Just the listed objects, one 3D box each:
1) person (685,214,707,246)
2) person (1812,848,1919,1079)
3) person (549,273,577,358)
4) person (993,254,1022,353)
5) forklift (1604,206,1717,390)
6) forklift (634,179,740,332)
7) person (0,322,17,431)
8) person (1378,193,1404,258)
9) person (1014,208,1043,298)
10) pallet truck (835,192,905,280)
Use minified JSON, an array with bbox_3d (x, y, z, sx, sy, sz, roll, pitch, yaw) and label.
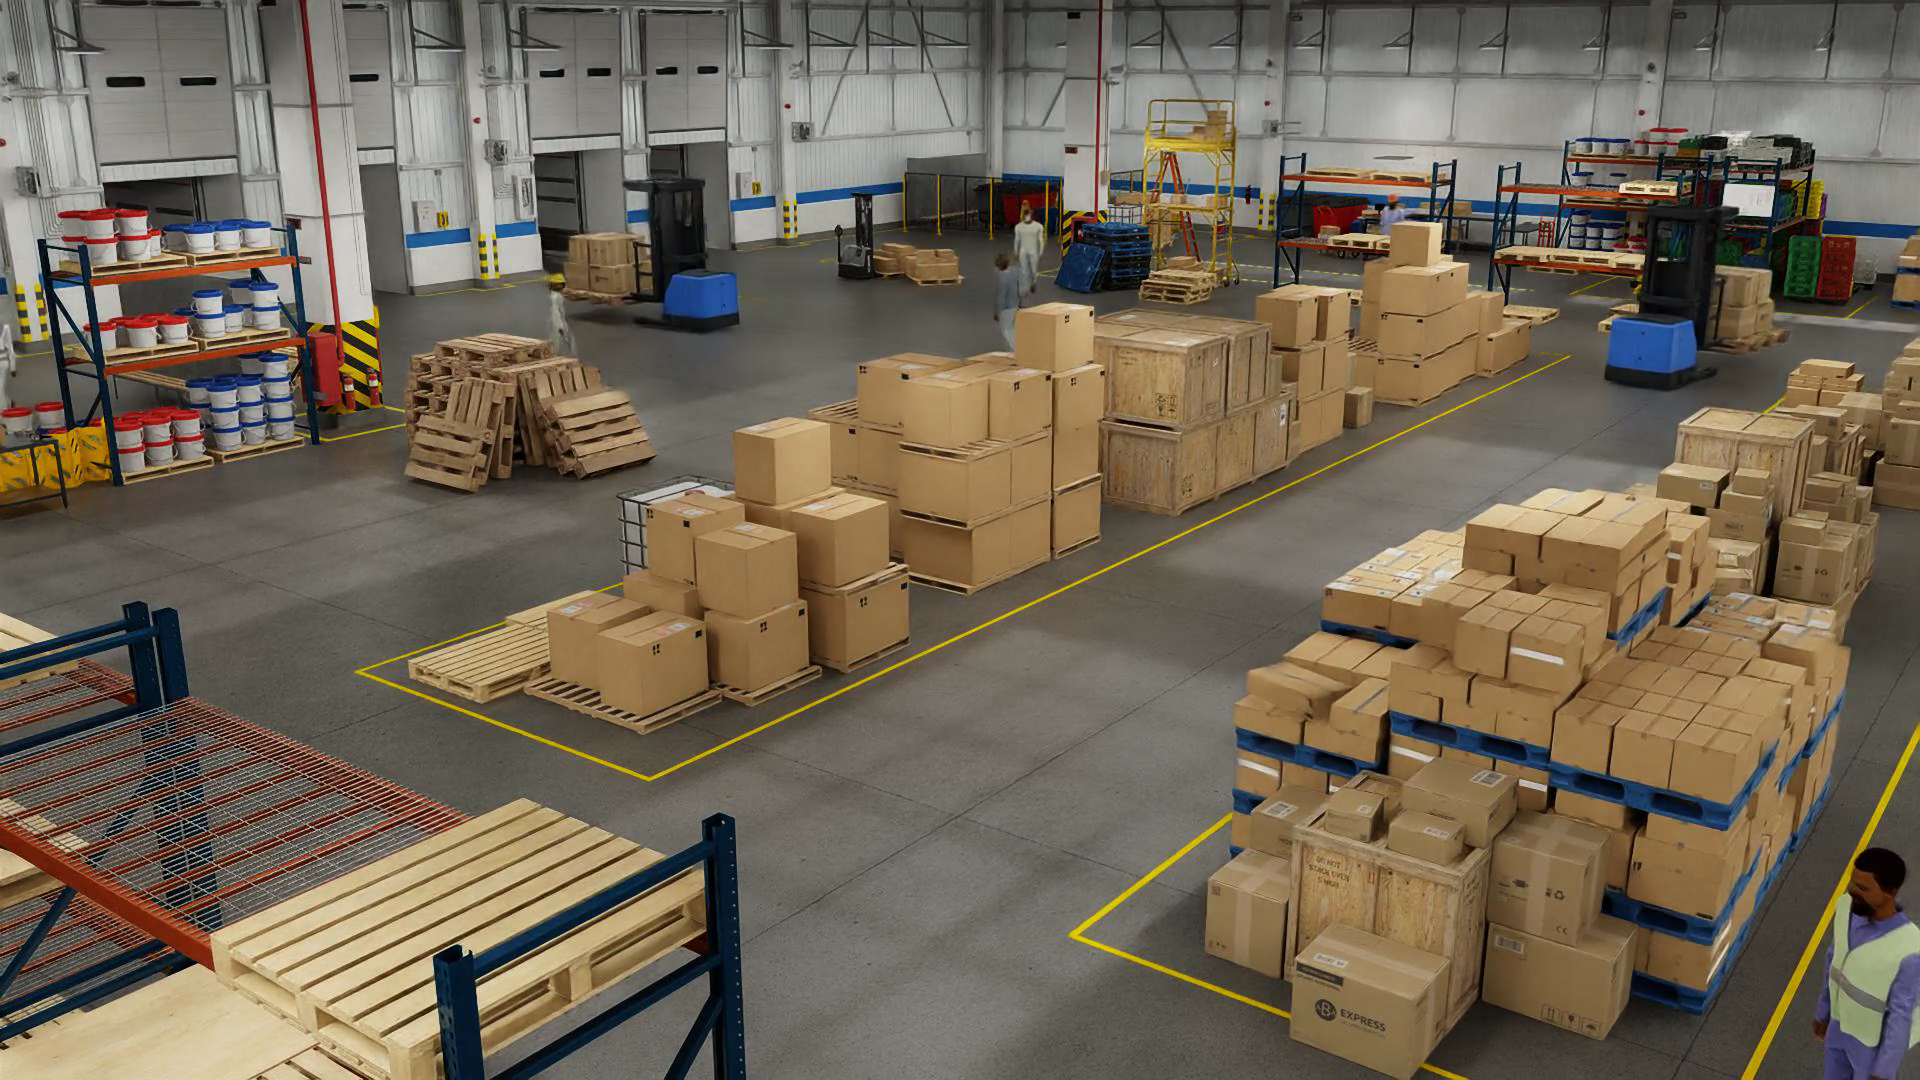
[{"bbox_3d":[-6.361,-7.311,40.100,0.536,1.627,0.366,-5,18,-17],"label":"person"},{"bbox_3d":[4.237,2.313,7.782,0.388,1.908,0.585,-1,17,-5],"label":"person"},{"bbox_3d":[-6.539,-3.561,27.550,0.776,1.714,0.505,1,17,2],"label":"person"},{"bbox_3d":[0.806,-4.003,28.729,0.422,1.888,0.713,6,18,20],"label":"person"},{"bbox_3d":[11.475,-3.968,26.914,1.873,2.768,1.129,-15,23,-41],"label":"forklift"},{"bbox_3d":[-5.290,-5.521,32.057,1.873,2.768,1.129,12,21,35],"label":"forklift"},{"bbox_3d":[-13.838,-2.520,23.875,0.579,1.858,0.810,-1,17,-2],"label":"person"},{"bbox_3d":[10.174,-7.225,39.327,0.552,1.921,0.447,9,19,28],"label":"person"},{"bbox_3d":[1.478,-6.217,35.995,0.642,1.919,0.569,2,17,7],"label":"person"},{"bbox_3d":[-1.936,-7.159,38.982,1.885,1.965,0.823,-12,21,-34],"label":"pallet truck"}]
